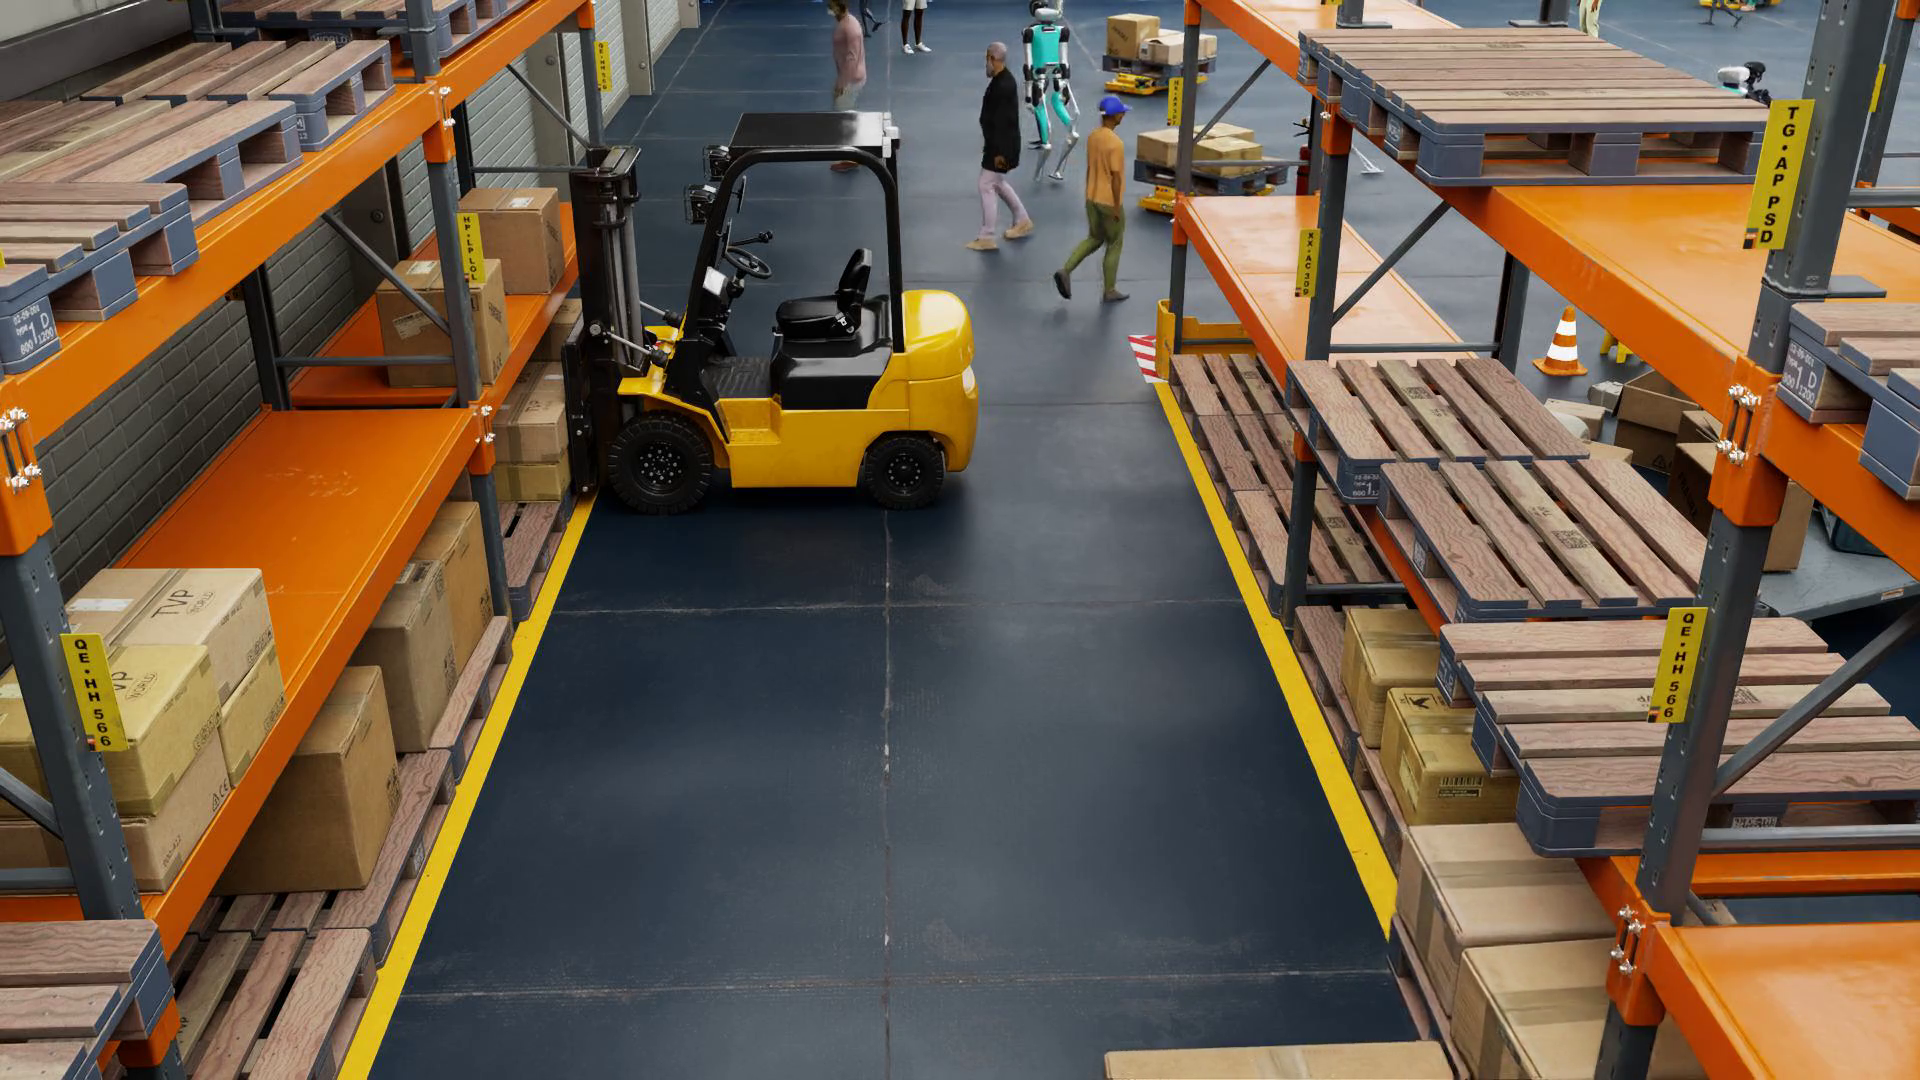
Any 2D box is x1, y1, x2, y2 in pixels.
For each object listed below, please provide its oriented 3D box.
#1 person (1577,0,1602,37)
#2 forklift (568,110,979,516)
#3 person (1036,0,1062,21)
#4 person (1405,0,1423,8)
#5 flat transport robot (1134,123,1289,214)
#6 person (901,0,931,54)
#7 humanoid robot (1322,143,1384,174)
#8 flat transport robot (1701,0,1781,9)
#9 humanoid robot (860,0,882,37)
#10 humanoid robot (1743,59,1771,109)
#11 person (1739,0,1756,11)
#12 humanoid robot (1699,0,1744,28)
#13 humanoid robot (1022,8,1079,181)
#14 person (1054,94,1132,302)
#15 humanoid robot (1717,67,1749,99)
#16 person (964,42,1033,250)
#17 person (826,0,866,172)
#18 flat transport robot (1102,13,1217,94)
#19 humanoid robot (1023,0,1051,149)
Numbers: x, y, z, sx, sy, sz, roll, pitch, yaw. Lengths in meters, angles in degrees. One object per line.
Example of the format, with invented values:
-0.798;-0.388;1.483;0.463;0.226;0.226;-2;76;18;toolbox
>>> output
9.001;-7.693;23.698;0.399;1.892;0.530;-2;25;-4;person
-1.043;-1.379;9.976;2.313;2.155;1.214;-1;25;-2;forklift
1.505;-9.642;28.048;0.600;1.698;0.900;8;27;17;person
6.193;-7.422;23.211;0.483;1.820;0.590;-16;30;-30;person
2.499;-3.502;16.719;0.659;0.231;1.431;22;33;39;flat transport robot
-0.685;-8.287;24.946;0.542;1.899;0.375;-20;32;-36;person
4.053;-4.700;17.605;1.029;1.760;0.533;1;25;2;humanoid robot
14.049;-9.728;29.905;1.431;0.231;0.659;-16;30;-30;flat transport robot
-1.478;-8.825;26.341;0.388;1.650;0.611;10;27;20;humanoid robot
7.136;-3.536;15.157;0.600;1.635;0.643;-10;27;-21;humanoid robot
13.925;-10.283;29.154;0.349;1.914;0.497;-5;26;-10;person
12.688;-9.314;27.408;0.692;1.640;0.588;15;29;28;humanoid robot
0.996;-4.544;17.246;0.555;1.784;0.845;-11;27;-22;humanoid robot
1.108;-2.716;13.389;0.610;1.699;0.438;-16;29;-30;person
6.343;-3.246;14.461;1.022;1.726;0.540;17;30;32;humanoid robot
0.361;-3.570;15.073;0.625;1.827;0.595;0;25;0;person
-1.182;-4.883;17.732;0.514;1.896;0.663;-7;26;-14;person
2.668;-6.257;22.555;0.659;0.231;1.431;22;33;39;flat transport robot
0.894;-5.291;18.853;0.313;1.653;0.602;4;26;8;humanoid robot
